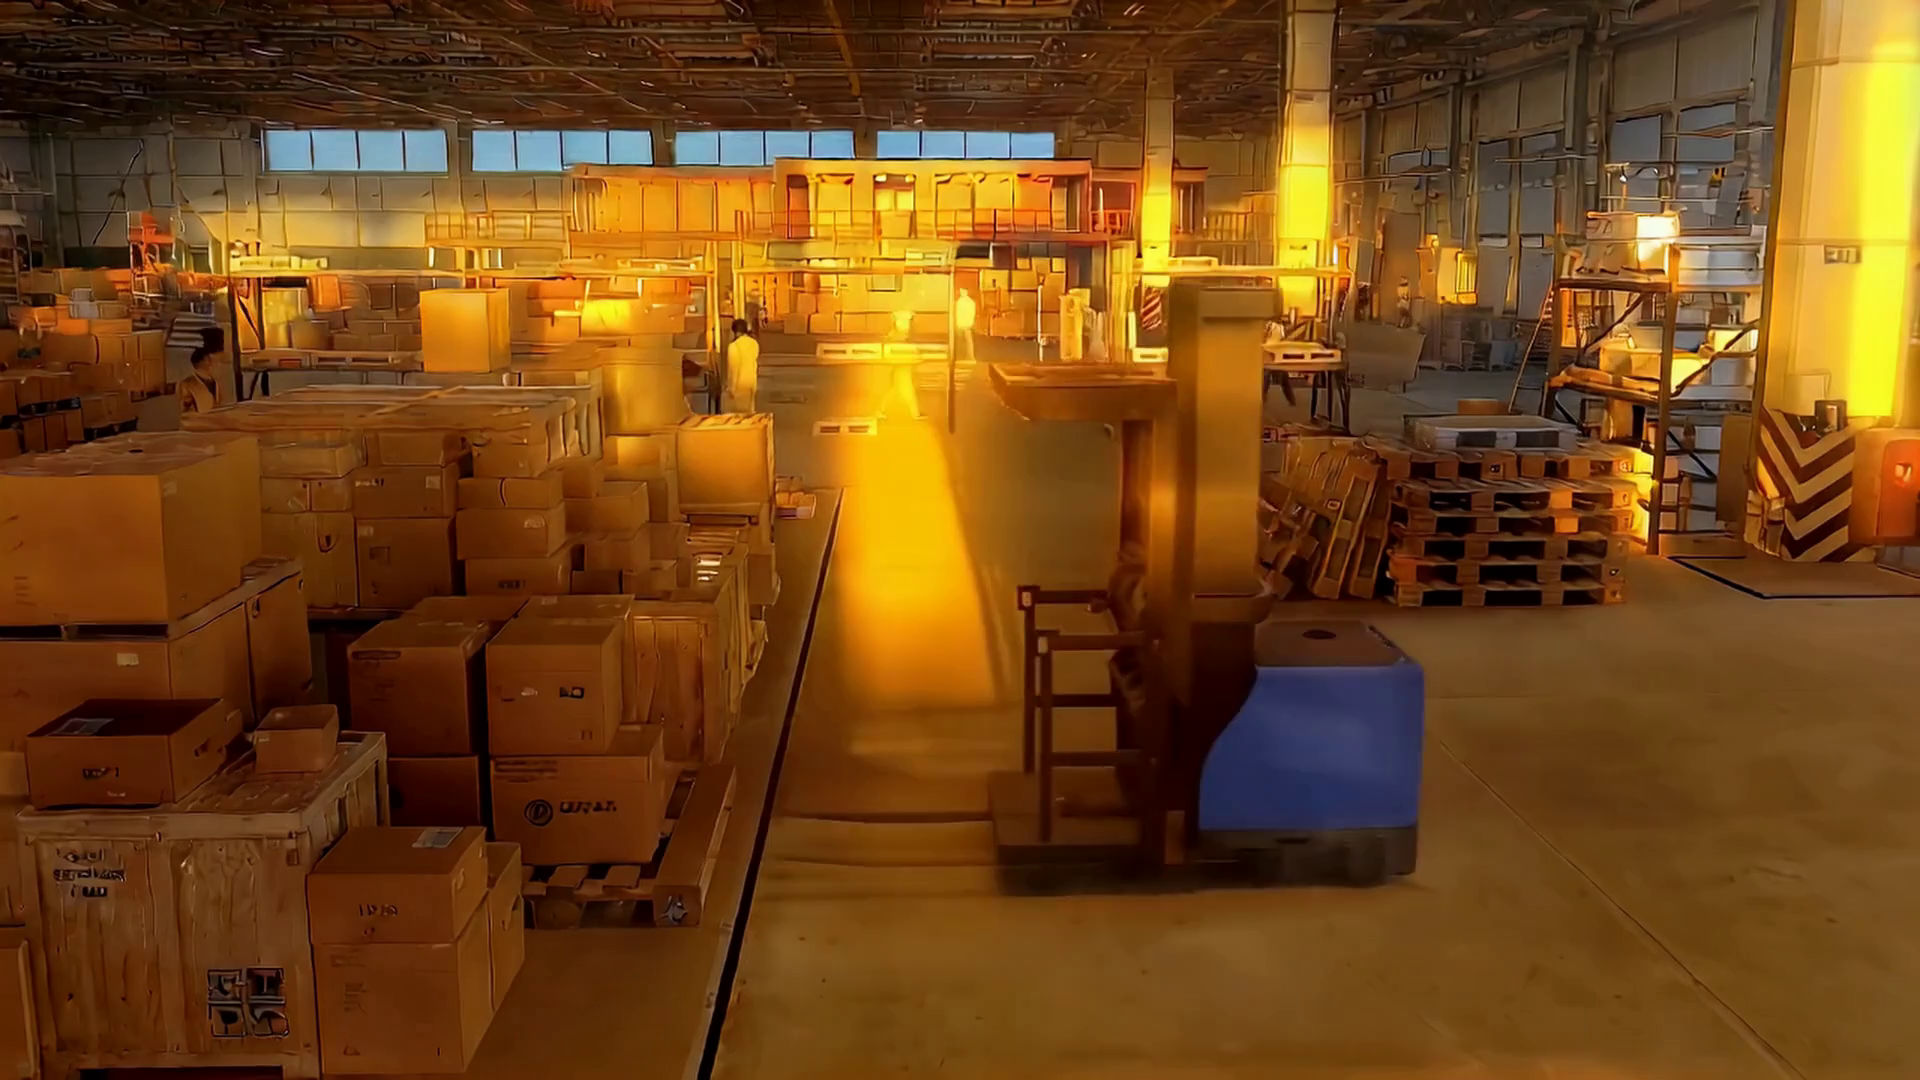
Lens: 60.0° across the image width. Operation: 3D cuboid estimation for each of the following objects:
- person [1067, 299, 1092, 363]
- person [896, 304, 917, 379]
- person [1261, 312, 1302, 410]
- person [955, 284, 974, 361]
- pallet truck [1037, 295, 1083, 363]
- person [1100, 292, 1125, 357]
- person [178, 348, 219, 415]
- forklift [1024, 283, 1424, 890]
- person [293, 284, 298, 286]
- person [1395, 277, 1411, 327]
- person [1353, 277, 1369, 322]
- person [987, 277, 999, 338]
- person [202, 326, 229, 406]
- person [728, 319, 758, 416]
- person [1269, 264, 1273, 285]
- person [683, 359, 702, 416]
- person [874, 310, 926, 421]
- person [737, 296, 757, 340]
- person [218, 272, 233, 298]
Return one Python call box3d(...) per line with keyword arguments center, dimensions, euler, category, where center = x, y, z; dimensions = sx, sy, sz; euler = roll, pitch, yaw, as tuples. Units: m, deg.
box3d(center=(2.669, -4.574, 37.534), dimensions=(0.636, 1.785, 0.982), euler=(-1, 10, -6), category="person")
box3d(center=(-1.199, -4.165, 35.463), dimensions=(0.505, 1.687, 0.889), euler=(7, 12, 34), category="person")
box3d(center=(5.824, -3.276, 30.212), dimensions=(0.911, 1.805, 0.516), euler=(-5, 11, -28), category="person")
box3d(center=(0.070, -5.415, 41.684), dimensions=(0.755, 1.964, 0.652), euler=(9, 13, 41), category="person")
box3d(center=(2.483, -3.881, 33.060), dimensions=(1.885, 1.965, 0.823), euler=(-7, 13, -36), category="pallet truck")
box3d(center=(3.409, -4.534, 36.972), dimensions=(0.609, 1.914, 0.431), euler=(-3, 11, -15), category="person")
box3d(center=(-8.073, -1.092, 17.748), dimensions=(0.383, 1.917, 0.597), euler=(1, 10, 6), category="person")
box3d(center=(1.220, 0.166, 8.053), dimensions=(1.873, 2.768, 1.129), euler=(0, 10, -2), category="forklift")
box3d(center=(-18.350, -6.155, 46.085), dimensions=(0.532, 1.870, 0.319), euler=(-5, 11, -25), category="person")
box3d(center=(13.839, -7.227, 51.872), dimensions=(0.370, 1.933, 0.551), euler=(-8, 13, -37), category="person")
box3d(center=(13.084, -7.625, 54.198), dimensions=(0.634, 1.891, 0.983), euler=(10, 14, 43), category="person")
box3d(center=(1.049, -7.309, 52.365), dimensions=(0.379, 1.931, 0.625), euler=(4, 11, 21), category="person")
box3d(center=(-9.920, -1.858, 21.979), dimensions=(0.874, 1.937, 0.606), euler=(0, 10, -2), category="person")
box3d(center=(-3.124, -2.206, 23.902), dimensions=(0.374, 1.936, 0.628), euler=(5, 11, 25), category="person")
box3d(center=(14.579, -11.890, 77.681), dimensions=(0.378, 1.996, 0.610), euler=(9, 14, 41), category="person")
box3d(center=(-2.654, -0.833, 16.369), dimensions=(0.978, 1.882, 0.565), euler=(0, 10, 1), category="person")
box3d(center=(-1.071, -2.982, 28.381), dimensions=(0.980, 1.887, 0.605), euler=(6, 12, 29), category="person")
box3d(center=(-5.028, -4.871, 39.246), dimensions=(0.527, 1.752, 0.612), euler=(-3, 11, -18), category="person")
box3d(center=(-24.233, -7.803, 54.837), dimensions=(0.610, 2.030, 0.664), euler=(4, 11, 23), category="person")
